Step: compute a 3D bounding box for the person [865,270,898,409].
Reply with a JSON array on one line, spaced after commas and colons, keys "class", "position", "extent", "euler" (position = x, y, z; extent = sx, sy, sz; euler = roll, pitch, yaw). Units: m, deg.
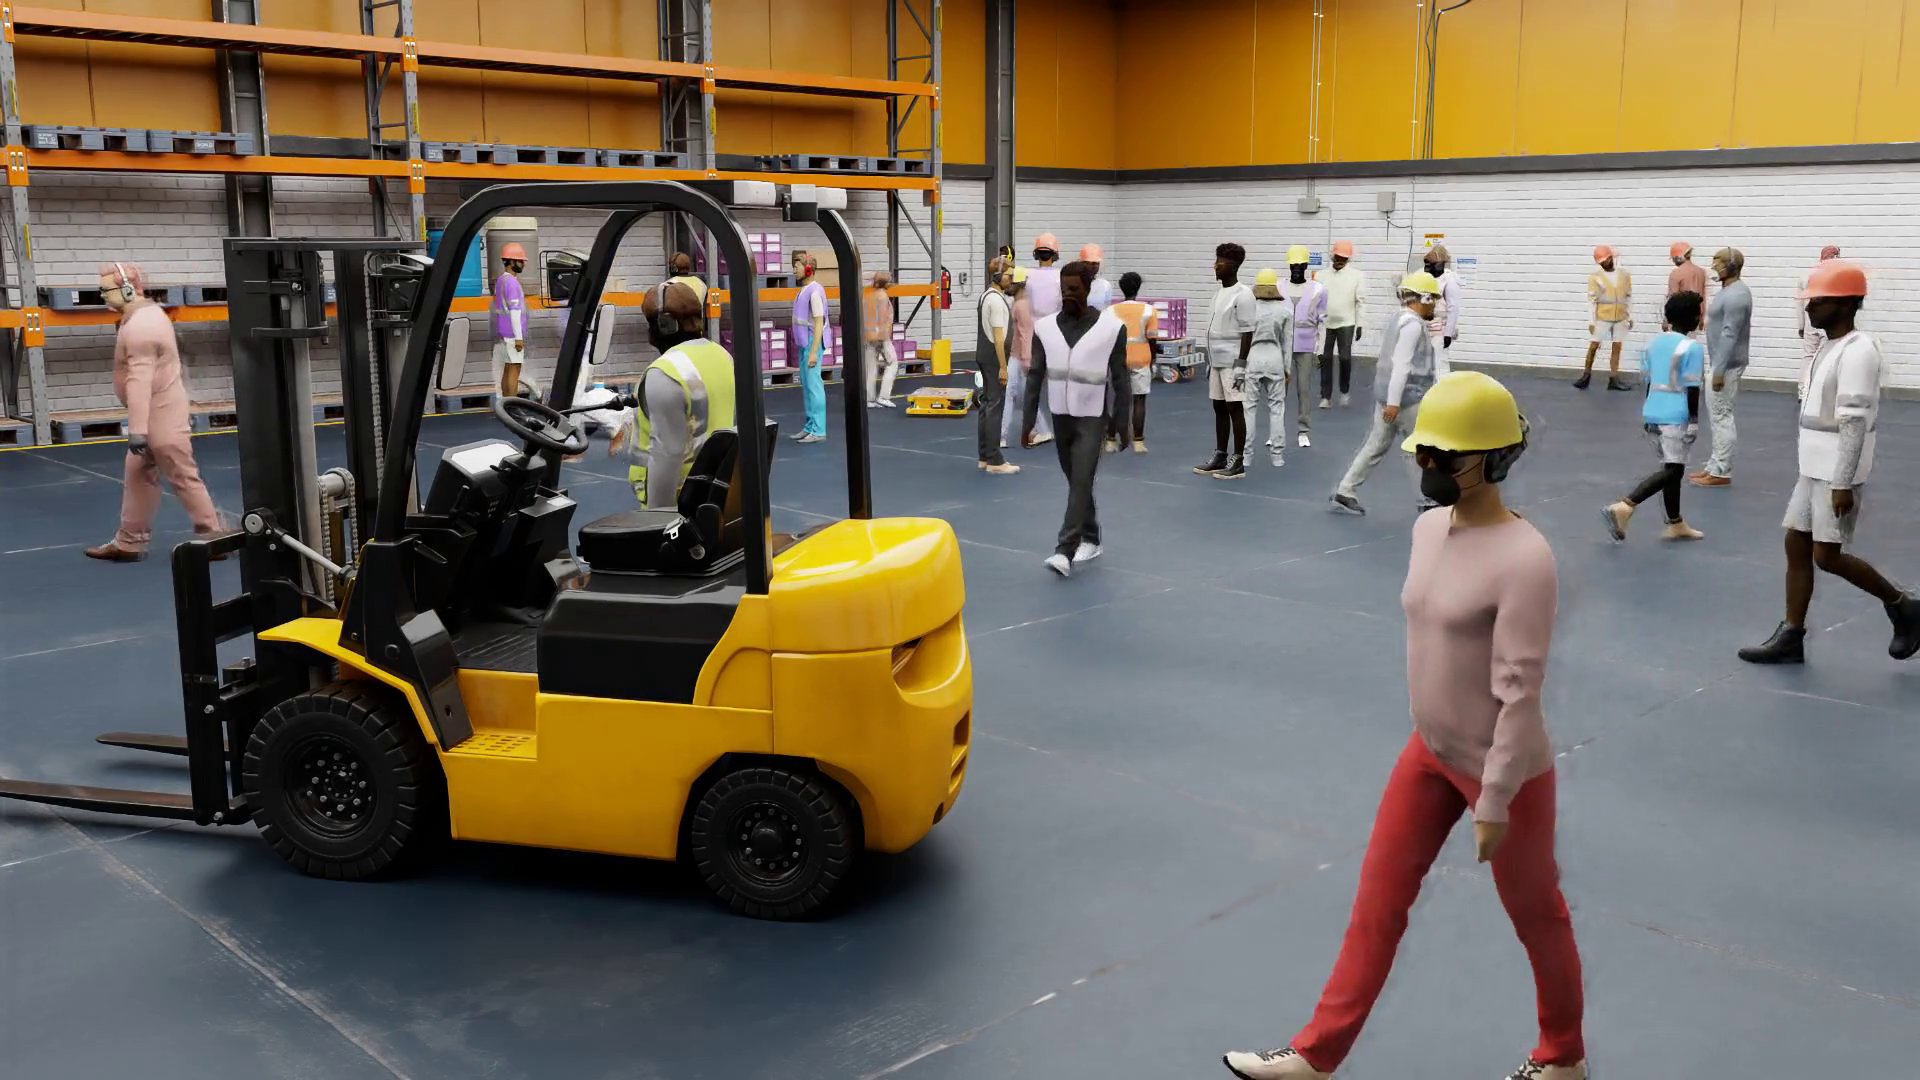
[{"class": "person", "position": [-0.905, -2.334, 19.416], "extent": [0.441, 1.621, 0.492], "euler": [-7, 12, -33]}]

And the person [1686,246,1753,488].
[{"class": "person", "position": [6.136, -1.383, 13.385], "extent": [0.382, 1.933, 0.641], "euler": [4, 11, 20]}]

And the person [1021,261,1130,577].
[{"class": "person", "position": [0.679, -0.732, 10.030], "extent": [0.613, 1.861, 1.016], "euler": [5, 12, 27]}]

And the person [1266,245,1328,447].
[{"class": "person", "position": [3.211, -1.850, 15.940], "extent": [0.586, 1.928, 0.369], "euler": [3, 11, 16]}]

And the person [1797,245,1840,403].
[{"class": "person", "position": [10.362, -2.569, 19.937], "extent": [0.407, 1.902, 0.639], "euler": [-7, 12, -33]}]

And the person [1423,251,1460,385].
[{"class": "person", "position": [5.387, -2.357, 18.947], "extent": [0.428, 1.840, 0.631], "euler": [-4, 11, -21]}]

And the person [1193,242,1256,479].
[{"class": "person", "position": [2.231, -1.497, 13.907], "extent": [0.368, 1.966, 0.602], "euler": [-4, 11, -19]}]

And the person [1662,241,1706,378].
[{"class": "person", "position": [9.412, -2.882, 21.526], "extent": [0.686, 1.947, 0.617], "euler": [-6, 12, -31]}]

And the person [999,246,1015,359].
[{"class": "person", "position": [0.698, -3.335, 24.197], "extent": [0.311, 1.869, 0.533], "euler": [-4, 11, -20]}]

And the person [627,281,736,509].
[{"class": "person", "position": [-1.144, -0.137, 6.855], "extent": [0.429, 1.838, 0.621], "euler": [3, 11, 16]}]

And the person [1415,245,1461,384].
[{"class": "person", "position": [5.810, -2.628, 20.282], "extent": [0.824, 1.890, 0.679], "euler": [-10, 14, -43]}]

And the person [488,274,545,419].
[{"class": "person", "position": [-4.990, -2.162, 18.553], "extent": [0.504, 1.602, 0.729], "euler": [5, 12, 25]}]

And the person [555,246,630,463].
[{"class": "person", "position": [-3.357, -1.628, 14.731], "extent": [0.669, 1.925, 0.642], "euler": [-4, 11, -21]}]

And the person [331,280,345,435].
[{"class": "person", "position": [-5.983, -1.789, 16.446], "extent": [0.405, 1.610, 0.561], "euler": [-3, 11, -18]}]

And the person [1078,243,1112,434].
[{"class": "person", "position": [1.314, -2.030, 16.894], "extent": [0.545, 1.939, 0.354], "euler": [-6, 12, -28]}]

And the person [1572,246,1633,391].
[{"class": "person", "position": [8.437, -2.890, 21.744], "extent": [0.697, 1.886, 0.446], "euler": [0, 10, -2]}]

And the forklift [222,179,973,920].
[{"class": "forklift", "position": [-1.114, -0.058, 5.440], "extent": [2.313, 2.155, 1.214], "euler": [2, 11, 13]}]

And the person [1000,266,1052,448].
[{"class": "person", "position": [0.556, -1.738, 15.850], "extent": [0.684, 1.741, 0.535], "euler": [0, 10, 1]}]

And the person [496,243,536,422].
[{"class": "person", "position": [-4.845, -2.254, 18.123], "extent": [0.373, 1.933, 0.551], "euler": [-5, 12, -27]}]

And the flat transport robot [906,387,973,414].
[{"class": "flat transport robot", "position": [-0.206, -1.602, 19.112], "extent": [0.652, 0.197, 1.431], "euler": [1, 10, 6]}]

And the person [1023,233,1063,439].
[{"class": "person", "position": [0.850, -2.020, 16.552], "extent": [0.614, 2.042, 0.373], "euler": [1, 10, 3]}]

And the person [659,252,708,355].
[{"class": "person", "position": [-2.979, -2.144, 17.774], "extent": [0.429, 1.846, 0.625], "euler": [7, 13, 34]}]

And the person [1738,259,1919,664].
[{"class": "person", "position": [4.113, -0.334, 7.708], "extent": [0.738, 1.921, 0.558], "euler": [1, 10, 8]}]

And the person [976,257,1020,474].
[{"class": "person", "position": [0.312, -1.479, 14.165], "extent": [0.344, 1.839, 0.505], "euler": [-2, 11, -12]}]

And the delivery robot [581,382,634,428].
[{"class": "delivery robot", "position": [-3.591, -1.330, 16.593], "extent": [0.707, 0.478, 0.477], "euler": [1, 10, 8]}]

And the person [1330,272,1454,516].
[{"class": "person", "position": [3.148, -1.035, 11.960], "extent": [0.902, 1.768, 0.630], "euler": [0, 10, 1]}]

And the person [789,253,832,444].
[{"class": "person", "position": [-1.459, -1.867, 16.256], "extent": [0.384, 1.845, 0.569], "euler": [-3, 11, -18]}]

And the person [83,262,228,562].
[{"class": "person", "position": [-5.000, -0.752, 10.132], "extent": [0.916, 1.854, 0.662], "euler": [-4, 11, -23]}]

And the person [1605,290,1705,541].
[{"class": "person", "position": [4.594, -0.793, 10.876], "extent": [0.723, 1.676, 0.538], "euler": [-2, 11, -8]}]

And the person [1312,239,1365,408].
[{"class": "person", "position": [4.359, -2.506, 19.394], "extent": [0.655, 1.971, 0.428], "euler": [5, 11, 23]}]

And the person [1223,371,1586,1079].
[{"class": "person", "position": [1.074, 0.492, 3.702], "extent": [0.925, 1.716, 0.540], "euler": [-3, 11, -18]}]

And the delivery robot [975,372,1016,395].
[{"class": "delivery robot", "position": [0.536, -1.848, 19.419], "extent": [0.707, 0.478, 0.477], "euler": [1, 10, 5]}]

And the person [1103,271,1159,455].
[{"class": "person", "position": [1.562, -1.626, 15.368], "extent": [0.537, 1.695, 0.320], "euler": [2, 11, 12]}]

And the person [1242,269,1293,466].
[{"class": "person", "position": [2.676, -1.515, 14.669], "extent": [0.494, 1.732, 0.381], "euler": [1, 10, 7]}]
